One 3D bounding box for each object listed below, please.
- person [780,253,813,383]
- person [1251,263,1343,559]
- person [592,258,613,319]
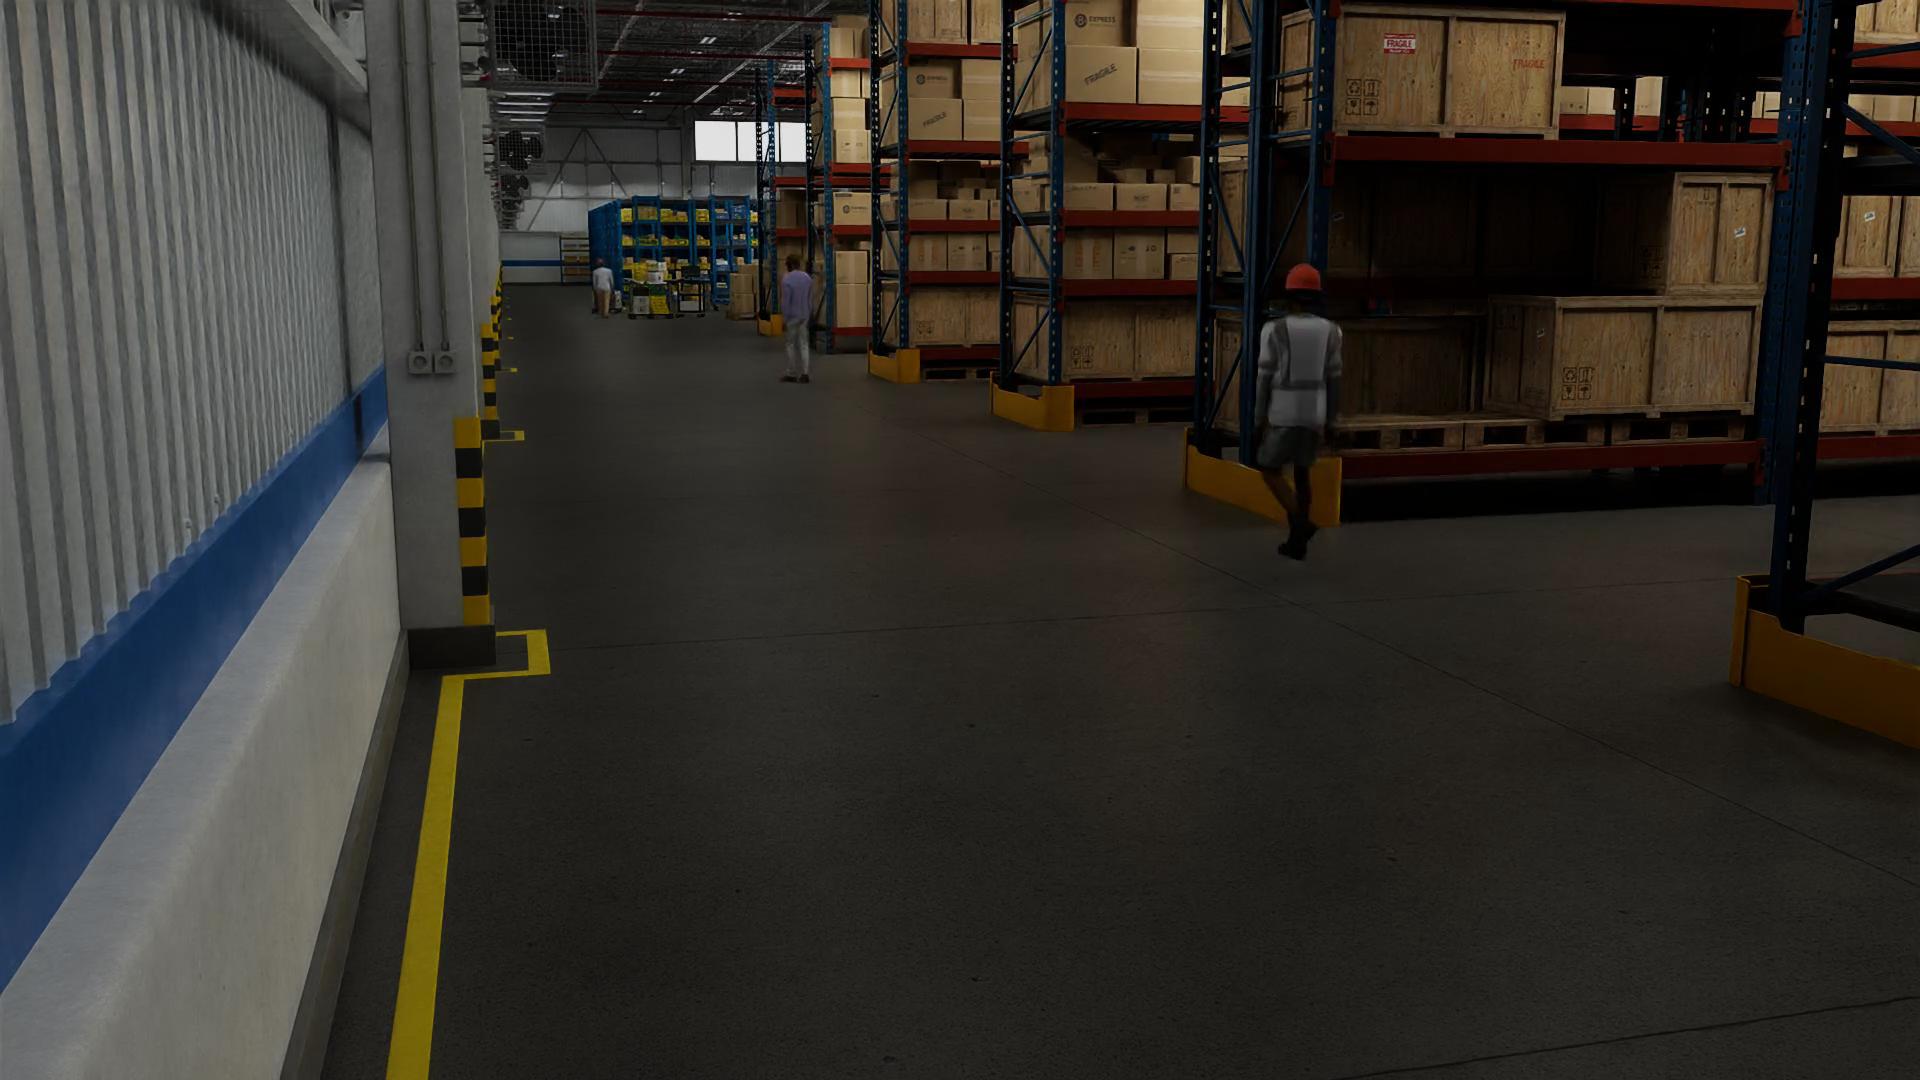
[{"bbox_3d":[-2.452,-3.283,24.659,0.447,1.936,0.642,8,13,37],"label":"person"},{"bbox_3d":[2.156,-0.795,10.593,0.570,1.920,0.577,-2,10,-13],"label":"person"},{"bbox_3d":[-10.034,-7.063,46.727,0.569,1.692,0.909,-2,10,-12],"label":"person"}]
